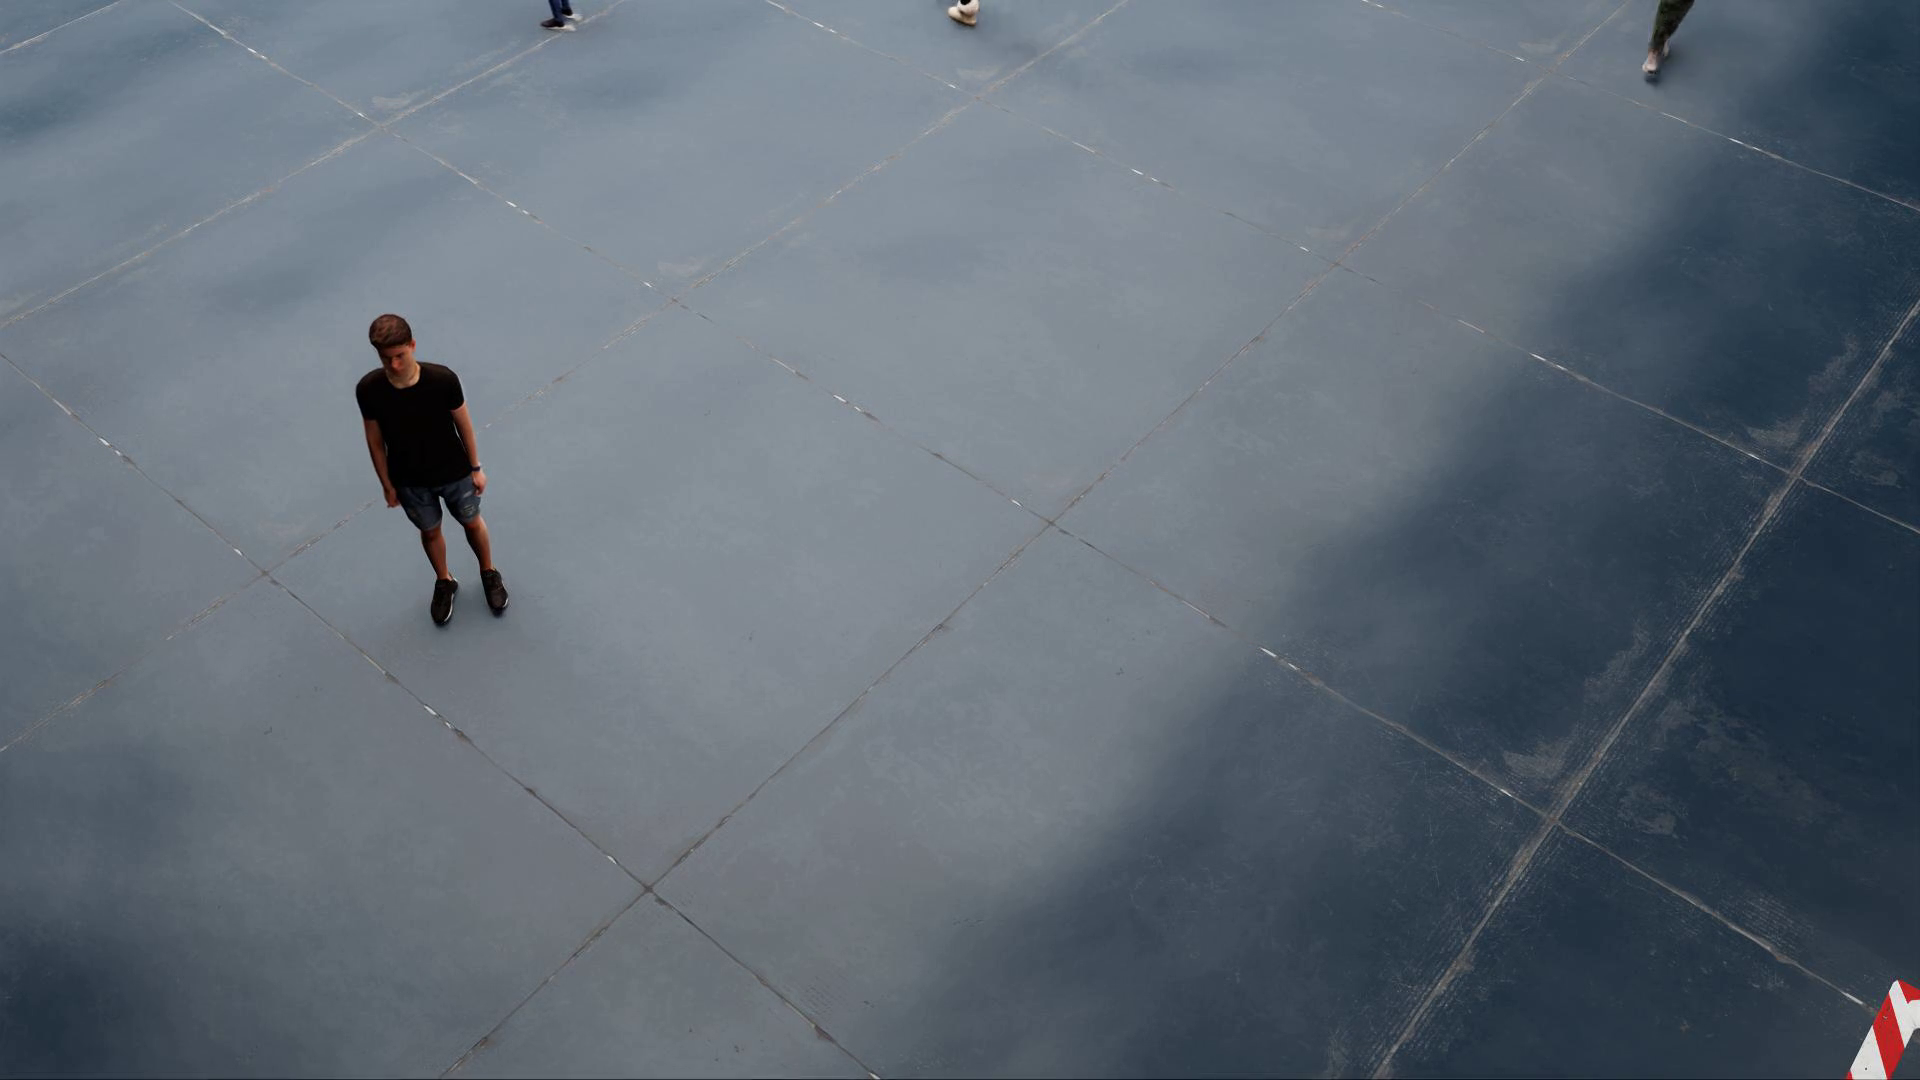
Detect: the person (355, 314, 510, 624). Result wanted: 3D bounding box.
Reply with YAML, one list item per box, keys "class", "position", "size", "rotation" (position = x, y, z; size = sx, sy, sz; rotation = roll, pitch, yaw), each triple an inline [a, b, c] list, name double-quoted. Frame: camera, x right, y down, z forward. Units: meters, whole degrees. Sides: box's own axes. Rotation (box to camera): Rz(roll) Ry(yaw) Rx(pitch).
- class: "person"
  position: [-2.585, -0.357, 8.138]
  size: [0.737, 1.847, 0.756]
  rotation: [-11, 48, -10]

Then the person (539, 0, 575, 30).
- class: "person"
  position: [-3.084, -4.350, 12.332]
  size: [0.565, 1.108, 0.524]
  rotation: [7, 48, 7]
